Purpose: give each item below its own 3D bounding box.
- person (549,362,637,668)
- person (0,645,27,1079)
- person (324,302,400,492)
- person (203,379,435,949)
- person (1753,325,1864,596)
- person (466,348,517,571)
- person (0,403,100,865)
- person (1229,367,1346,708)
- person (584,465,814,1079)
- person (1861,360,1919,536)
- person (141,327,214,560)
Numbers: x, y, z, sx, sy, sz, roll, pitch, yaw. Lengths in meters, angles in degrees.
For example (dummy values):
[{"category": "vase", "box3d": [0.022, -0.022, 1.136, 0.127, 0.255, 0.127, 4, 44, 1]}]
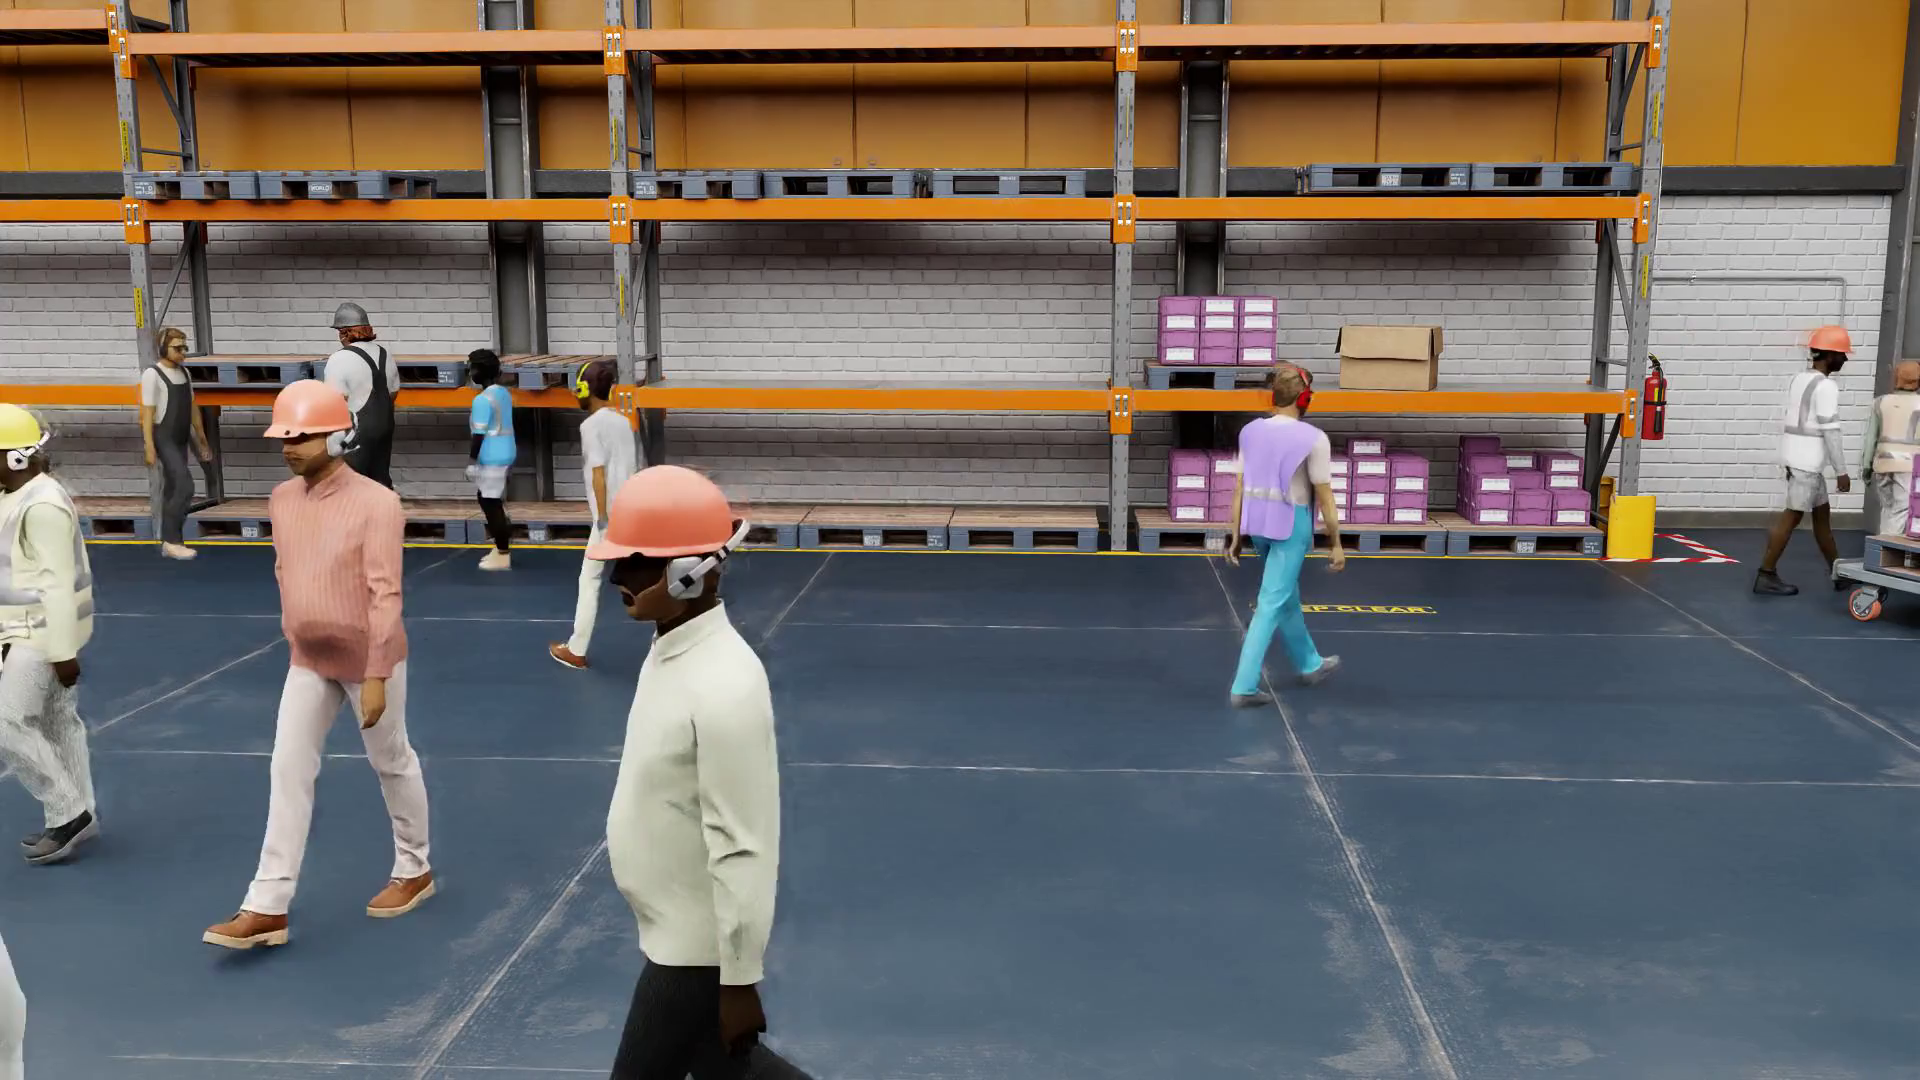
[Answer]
[{"category": "person", "box3d": [-1.953, -0.099, 9.389, 1.010, 1.795, 0.528, 4, 11, 24]}, {"category": "person", "box3d": [-2.512, 0.912, 3.965, 0.687, 1.611, 0.513, -6, 12, -33]}, {"category": "person", "box3d": [-4.706, -0.841, 12.964, 0.535, 2.000, 0.683, 4, 10, 20]}, {"category": "person", "box3d": [-2.206, 0.434, 5.725, 0.639, 1.948, 0.959, 4, 11, 24]}, {"category": "person", "box3d": [6.051, -0.538, 11.601, 0.920, 1.896, 0.567, 2, 10, 9]}, {"category": "person", "box3d": [-3.576, -0.599, 12.540, 0.439, 1.686, 0.555, 1, 10, 3]}, {"category": "person", "box3d": [-3.654, 0.369, 6.548, 0.441, 1.817, 0.613, -6, 12, -33]}, {"category": "person", "box3d": [1.773, -0.026, 8.901, 0.961, 1.789, 0.588, -7, 12, -36]}, {"category": "person", "box3d": [-0.508, 0.800, 3.602, 0.941, 1.962, 0.631, -3, 10, -18]}, {"category": "person", "box3d": [6.965, -0.505, 12.224, 0.641, 1.617, 0.528, -5, 11, -27]}, {"category": "person", "box3d": [-6.135, -0.744, 13.020, 0.506, 1.822, 0.536, 1, 10, 4]}]
